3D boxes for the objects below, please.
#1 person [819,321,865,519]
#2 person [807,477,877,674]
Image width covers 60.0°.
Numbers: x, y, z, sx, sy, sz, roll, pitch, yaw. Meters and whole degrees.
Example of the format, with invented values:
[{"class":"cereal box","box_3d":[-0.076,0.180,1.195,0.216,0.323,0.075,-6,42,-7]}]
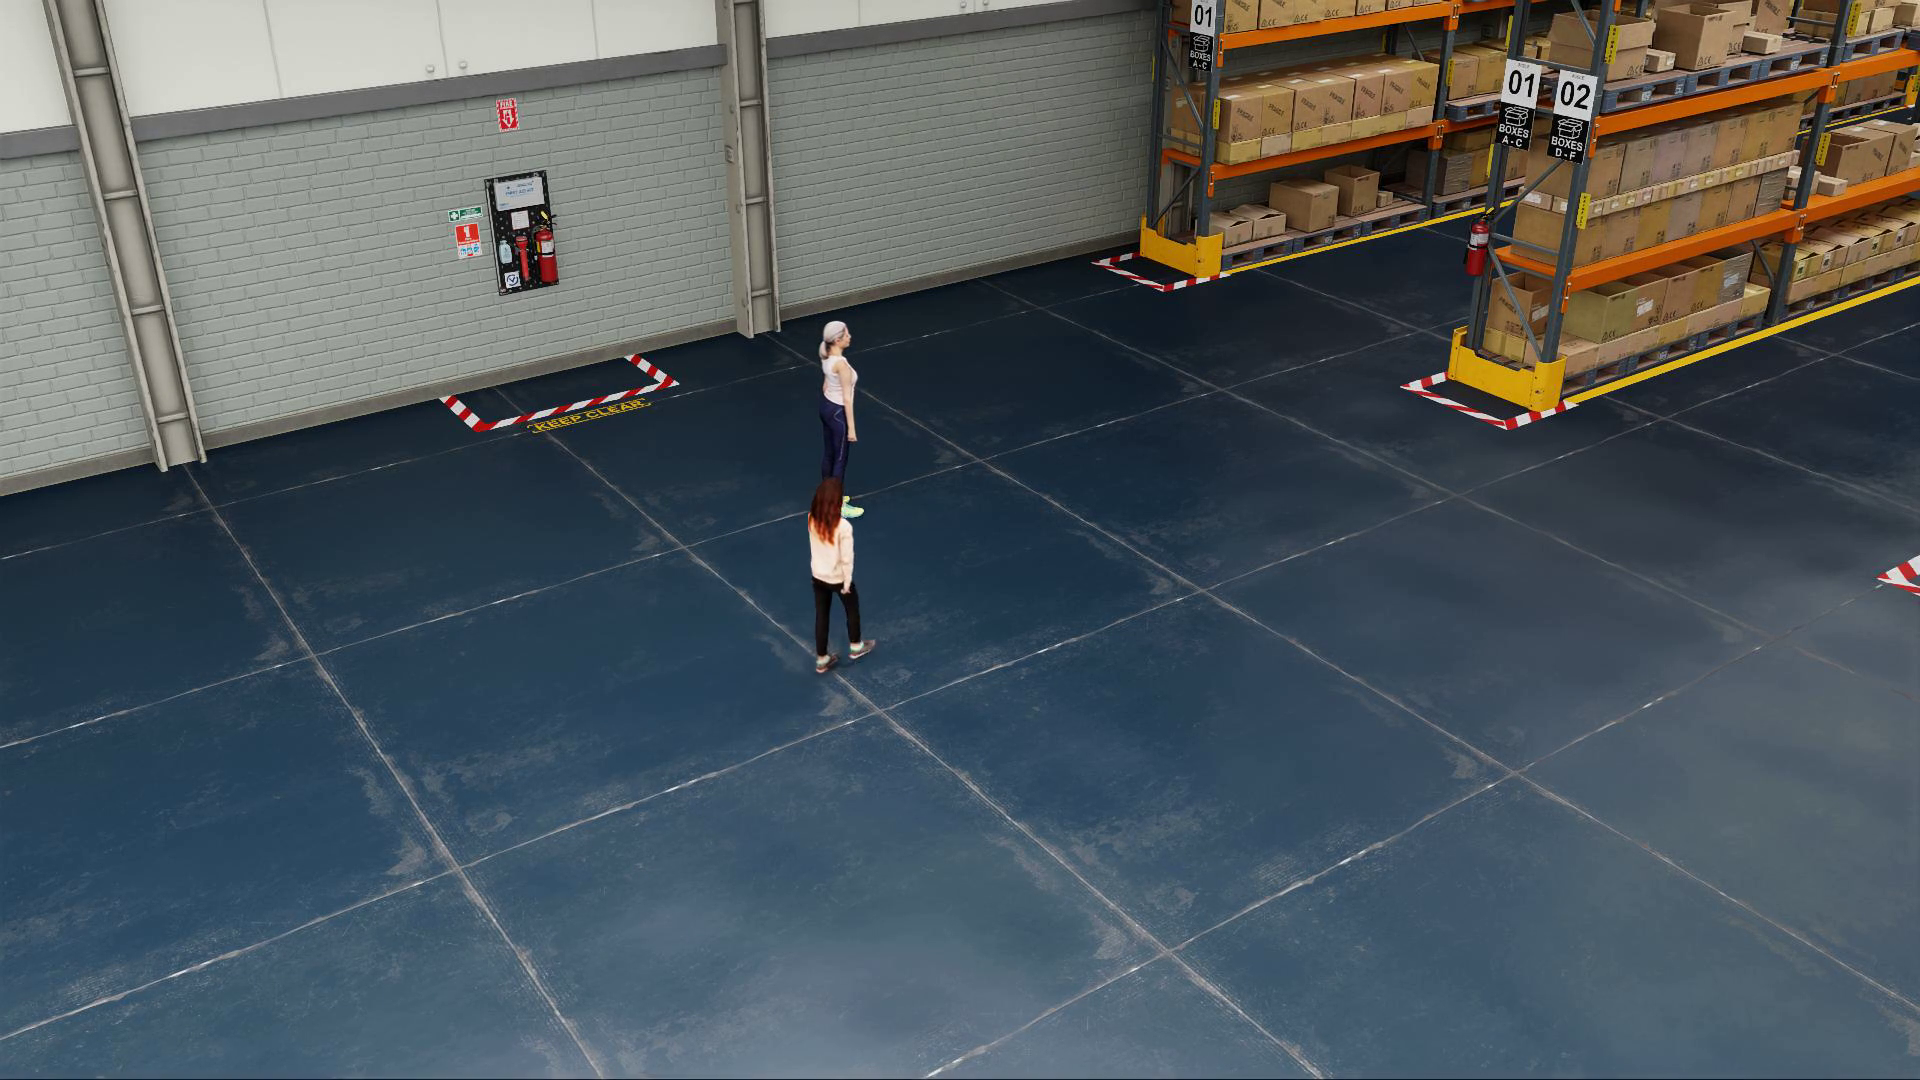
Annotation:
[{"class":"person","box_3d":[-1.038,-1.022,13.923,0.567,1.701,0.630,-13,30,-24]},{"class":"person","box_3d":[-0.945,0.270,11.672,0.722,1.464,0.828,15,31,27]}]
